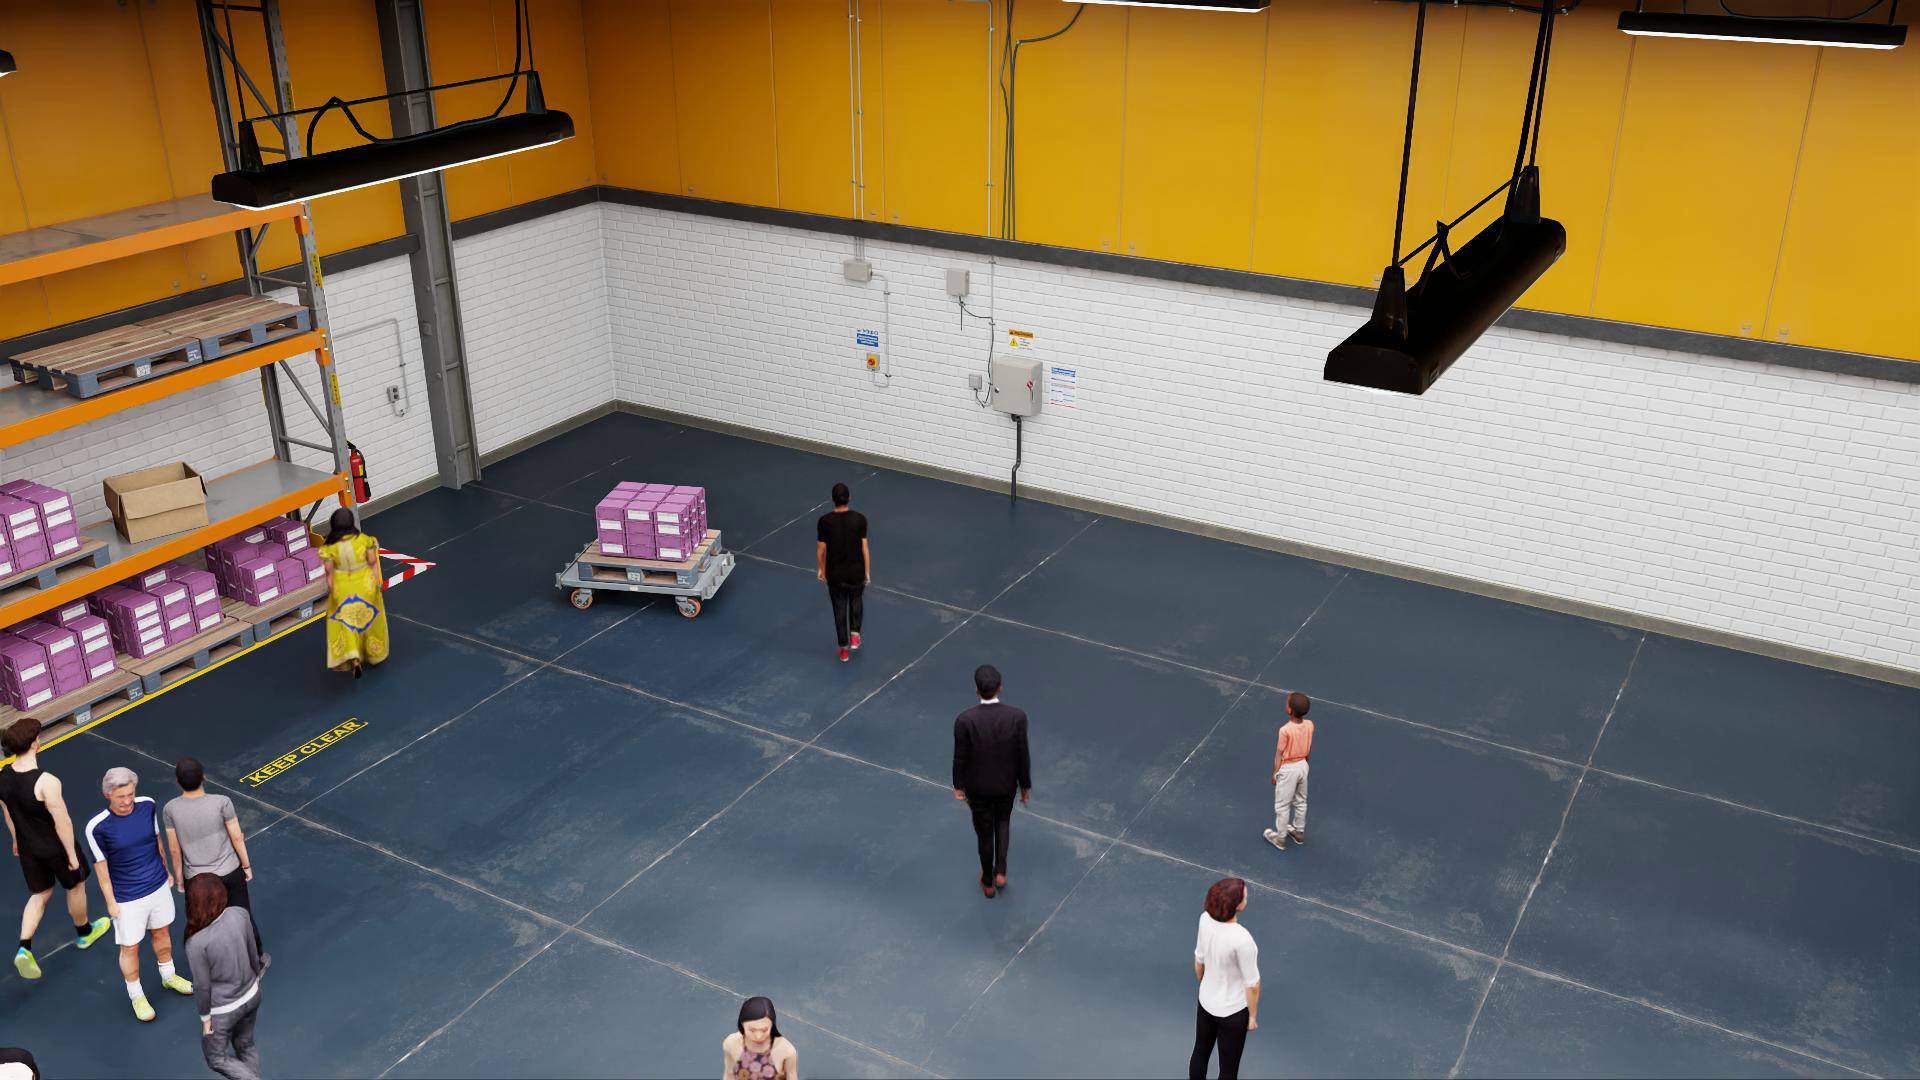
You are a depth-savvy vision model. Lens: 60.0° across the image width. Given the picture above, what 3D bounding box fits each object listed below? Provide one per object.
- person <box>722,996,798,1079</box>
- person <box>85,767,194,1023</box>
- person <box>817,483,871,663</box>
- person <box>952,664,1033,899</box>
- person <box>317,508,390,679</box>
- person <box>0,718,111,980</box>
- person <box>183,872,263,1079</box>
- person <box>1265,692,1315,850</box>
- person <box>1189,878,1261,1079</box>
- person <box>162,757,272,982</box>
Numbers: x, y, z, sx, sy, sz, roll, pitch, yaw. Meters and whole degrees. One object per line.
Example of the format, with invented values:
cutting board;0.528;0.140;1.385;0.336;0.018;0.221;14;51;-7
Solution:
person;-1.063;3.153;9.182;1.006;1.720;1.284;3;24;7
person;-5.456;2.291;11.015;0.690;1.831;0.485;14;27;29
person;-1.072;0.338;15.590;0.804;1.745;0.857;-2;24;-5
person;0.239;1.806;12.071;0.844;1.873;0.879;-3;24;-7
person;-5.571;0.515;15.318;1.249;1.638;1.246;-10;25;-21
person;-6.299;2.121;11.350;0.938;1.874;1.172;4;24;9
person;-4.313;2.786;9.975;0.721;1.756;0.777;11;26;23
person;2.574;1.774;12.847;0.535;1.310;0.614;-12;26;-25
person;1.561;2.785;9.928;0.642;1.795;0.674;-17;29;-34
person;-5.052;2.238;11.232;0.690;1.754;0.759;-7;25;-16
